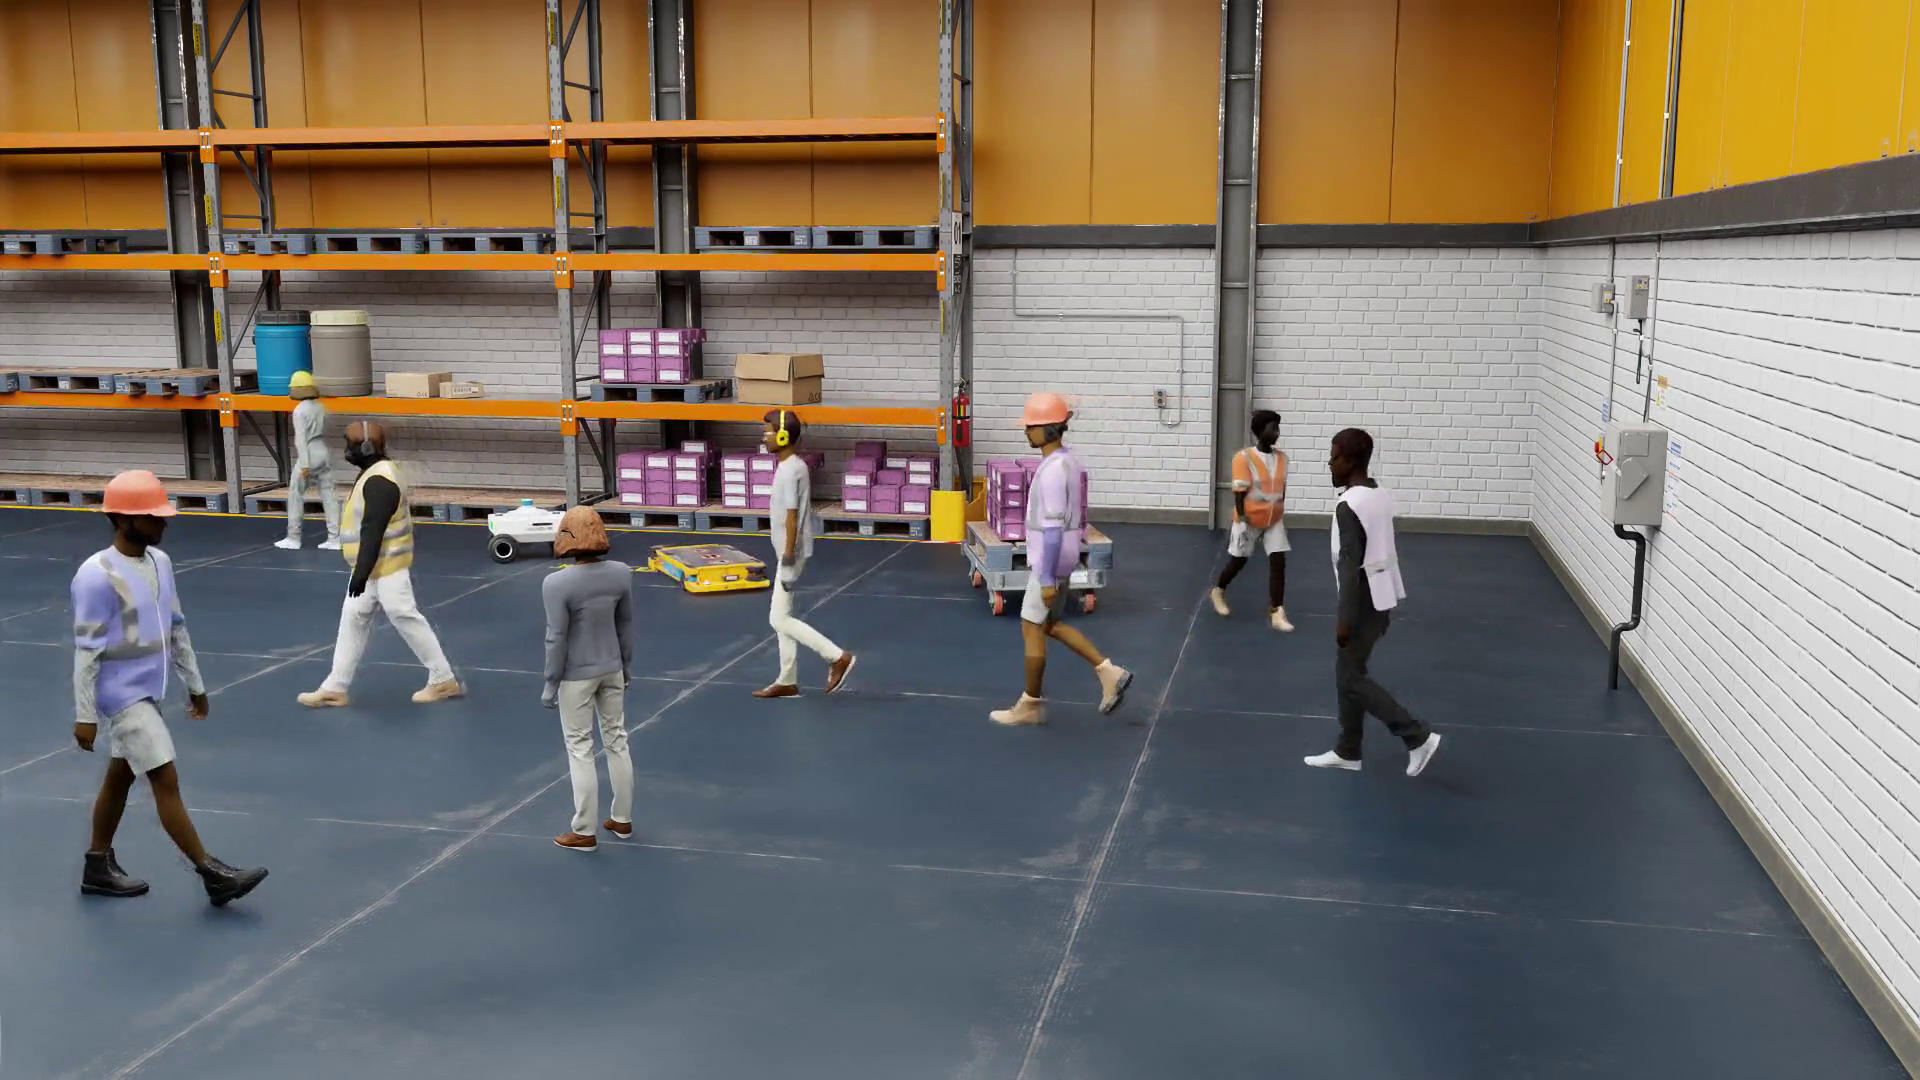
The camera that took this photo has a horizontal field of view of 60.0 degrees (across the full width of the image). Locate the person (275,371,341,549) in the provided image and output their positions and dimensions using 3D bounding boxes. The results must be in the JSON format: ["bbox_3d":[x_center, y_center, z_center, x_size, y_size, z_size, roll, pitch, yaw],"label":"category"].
[{"bbox_3d":[-6.288,-0.756,15.934,0.777,1.708,0.503,2,10,13],"label":"person"}]

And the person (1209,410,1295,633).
[{"bbox_3d":[2.228,-0.173,12.624,0.525,1.670,0.805,-4,11,-24],"label":"person"}]

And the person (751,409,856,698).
[{"bbox_3d":[-1.009,0.105,10.431,0.565,1.860,0.510,0,10,-3],"label":"person"}]

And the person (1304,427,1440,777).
[{"bbox_3d":[2.222,0.352,8.853,0.680,1.900,0.600,5,11,27],"label":"person"}]

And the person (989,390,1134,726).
[{"bbox_3d":[0.594,0.125,9.811,0.775,2.025,0.630,2,10,11],"label":"person"}]

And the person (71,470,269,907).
[{"bbox_3d":[-3.422,0.645,7.128,0.989,1.885,0.564,1,10,3],"label":"person"}]

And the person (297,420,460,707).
[{"bbox_3d":[-3.608,0.158,10.319,0.953,1.801,0.632,-5,11,-27],"label":"person"}]

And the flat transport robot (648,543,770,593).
[{"bbox_3d":[-2.195,0.223,14.415,0.652,0.197,1.431,-5,11,-26],"label":"flat transport robot"}]

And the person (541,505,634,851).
[{"bbox_3d":[-1.755,0.649,7.867,0.269,1.632,0.509,8,12,39],"label":"person"}]

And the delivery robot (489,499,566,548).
[{"bbox_3d":[-4.003,-0.137,15.430,0.707,0.478,0.477,-2,10,-15],"label":"delivery robot"}]
